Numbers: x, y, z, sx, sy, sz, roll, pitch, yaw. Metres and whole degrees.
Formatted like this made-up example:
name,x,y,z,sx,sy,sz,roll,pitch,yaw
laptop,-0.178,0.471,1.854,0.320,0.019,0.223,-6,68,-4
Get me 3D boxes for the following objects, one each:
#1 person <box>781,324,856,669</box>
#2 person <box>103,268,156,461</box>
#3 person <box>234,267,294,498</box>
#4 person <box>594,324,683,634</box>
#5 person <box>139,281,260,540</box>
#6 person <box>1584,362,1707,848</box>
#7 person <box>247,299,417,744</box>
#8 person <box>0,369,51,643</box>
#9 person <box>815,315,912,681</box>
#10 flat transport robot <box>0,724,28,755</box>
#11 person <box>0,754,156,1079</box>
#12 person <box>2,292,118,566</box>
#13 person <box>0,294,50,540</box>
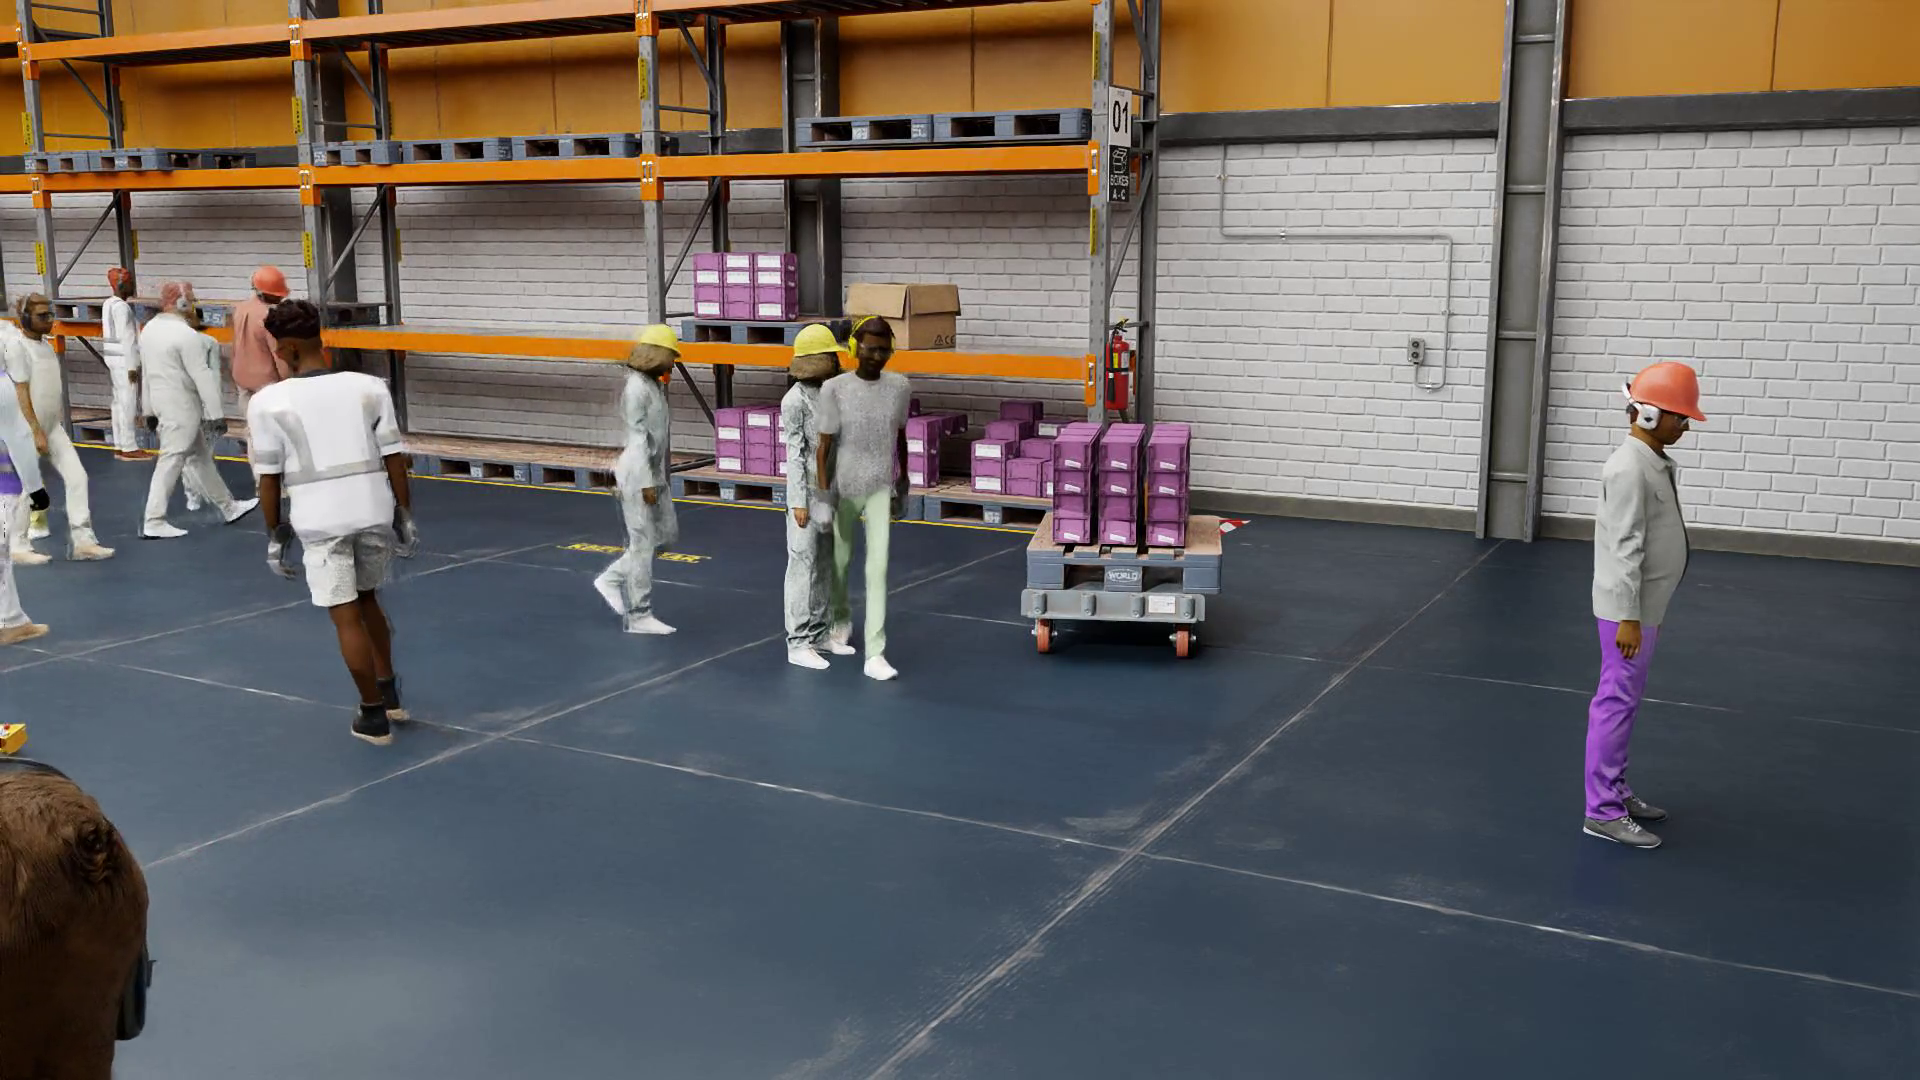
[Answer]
name,x,y,z,sx,sy,sz,roll,pitch,yaw
person,-0.727,-0.227,8.529,0.288,1.746,0.487,4,11,22
person,-8.196,-1.716,16.324,0.343,1.884,0.590,-8,13,-38
person,-5.849,-1.304,13.918,0.694,1.942,0.421,6,12,30
person,-1.779,-0.338,9.256,0.477,1.710,0.486,1,10,8
person,-5.626,-0.962,12.234,0.678,1.852,0.989,9,14,40
person,2.483,0.224,6.059,0.337,1.742,0.561,5,12,28
person,-2.721,-0.073,7.211,0.609,1.918,0.614,-9,14,-42
person,-5.155,-0.270,8.628,0.614,1.815,0.913,3,11,17
person,-0.494,-0.241,8.472,0.560,1.806,0.997,-3,11,-18
flat transport robot,-4.208,0.905,6.365,0.652,0.197,1.431,-2,10,-8
person,-0.627,1.052,1.250,0.331,1.842,0.515,4,11,21
person,-6.027,-0.717,11.028,0.798,1.817,0.533,1,10,5
person,-6.906,-0.936,11.964,0.583,1.915,0.426,6,12,32
